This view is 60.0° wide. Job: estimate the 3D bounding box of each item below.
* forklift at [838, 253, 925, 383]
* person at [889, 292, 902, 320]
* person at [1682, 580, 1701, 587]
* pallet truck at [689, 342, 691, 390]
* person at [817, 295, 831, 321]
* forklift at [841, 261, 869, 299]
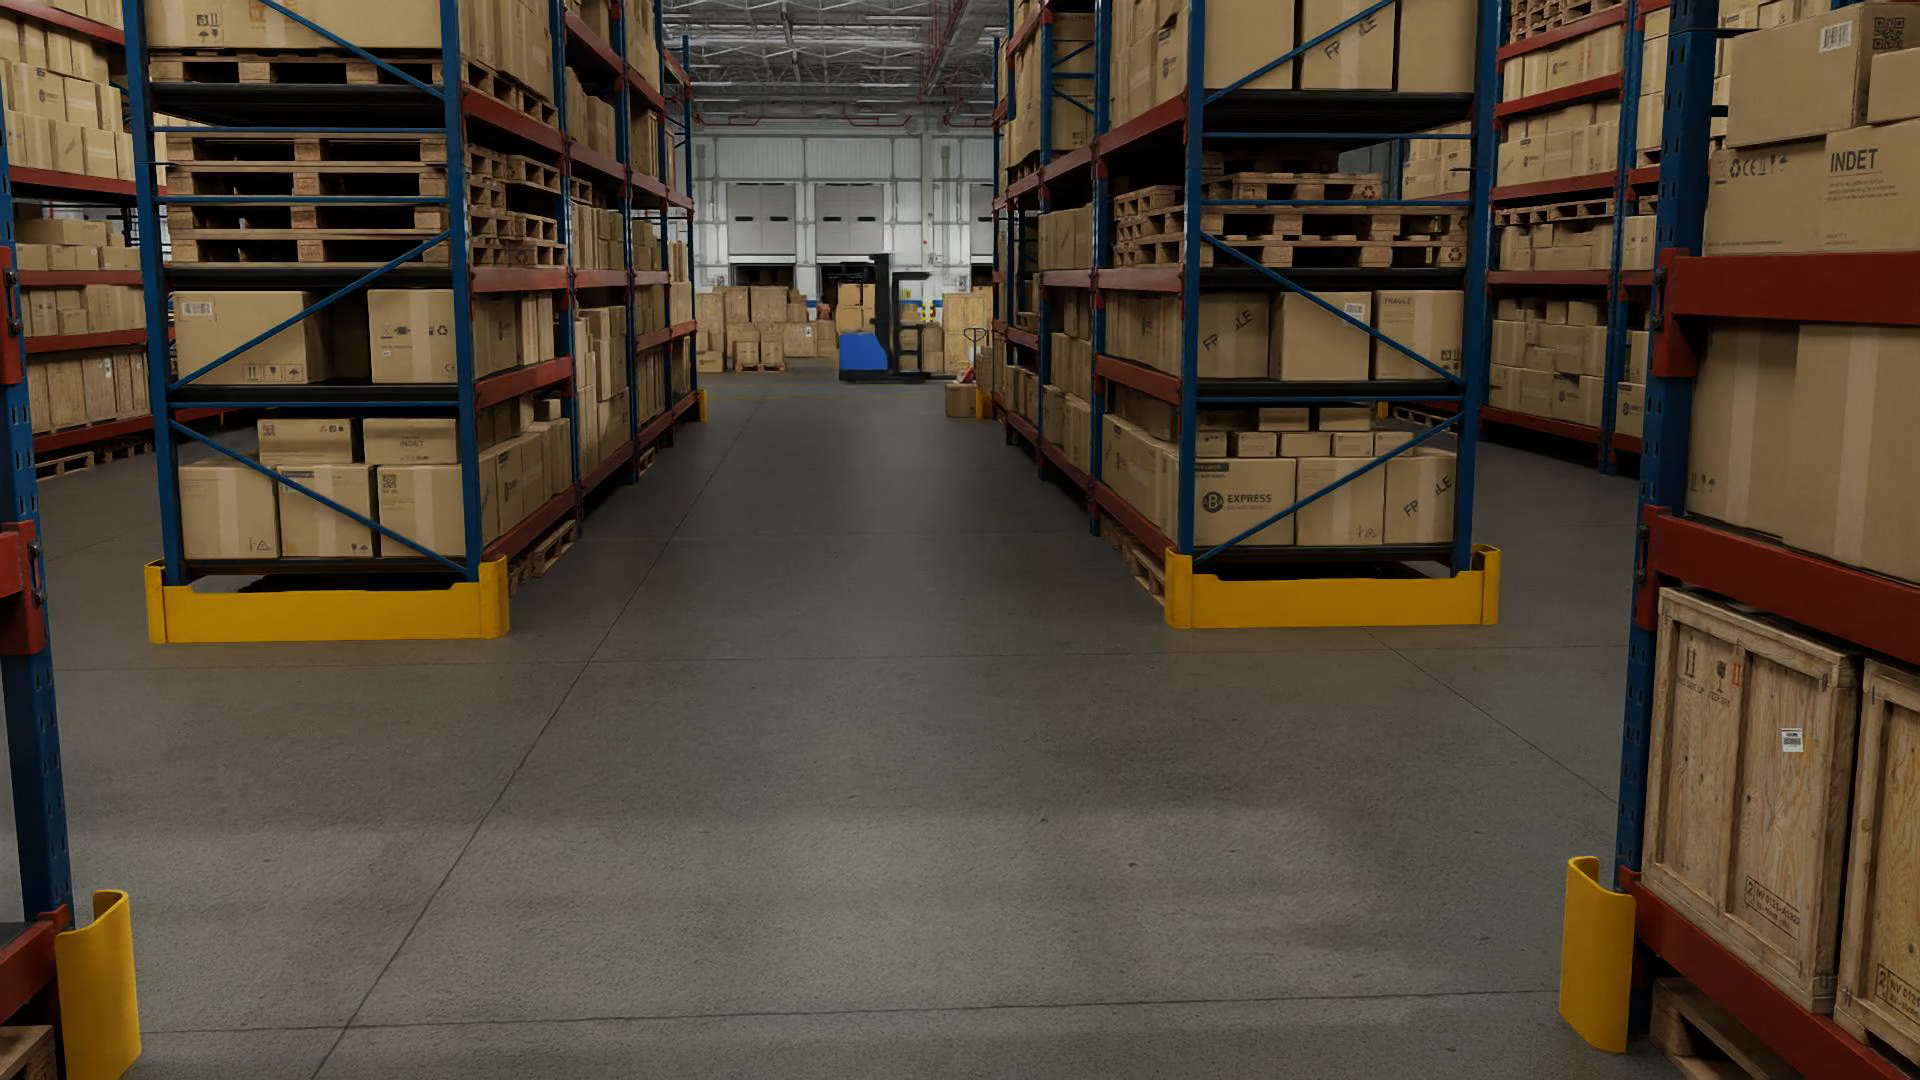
[{"bbox_3d":[-1.723,-4.851,36.290,1.873,2.768,1.129,-1,9,-4],"label":"forklift"},{"bbox_3d":[-2.298,-7.819,57.926,0.635,1.928,0.381,3,10,20],"label":"person"},{"bbox_3d":[2.836,0.486,5.915,0.822,1.883,0.650,0,9,-2],"label":"person"},{"bbox_3d":[-5.225,-3.008,27.480,1.885,1.965,0.823,2,9,14],"label":"pallet truck"},{"bbox_3d":[-4.773,-7.764,58.370,0.543,1.673,0.720,-6,11,-33],"label":"person"},{"bbox_3d":[-3.577,-8.167,57.109,1.129,2.768,1.873,4,10,25],"label":"forklift"}]
